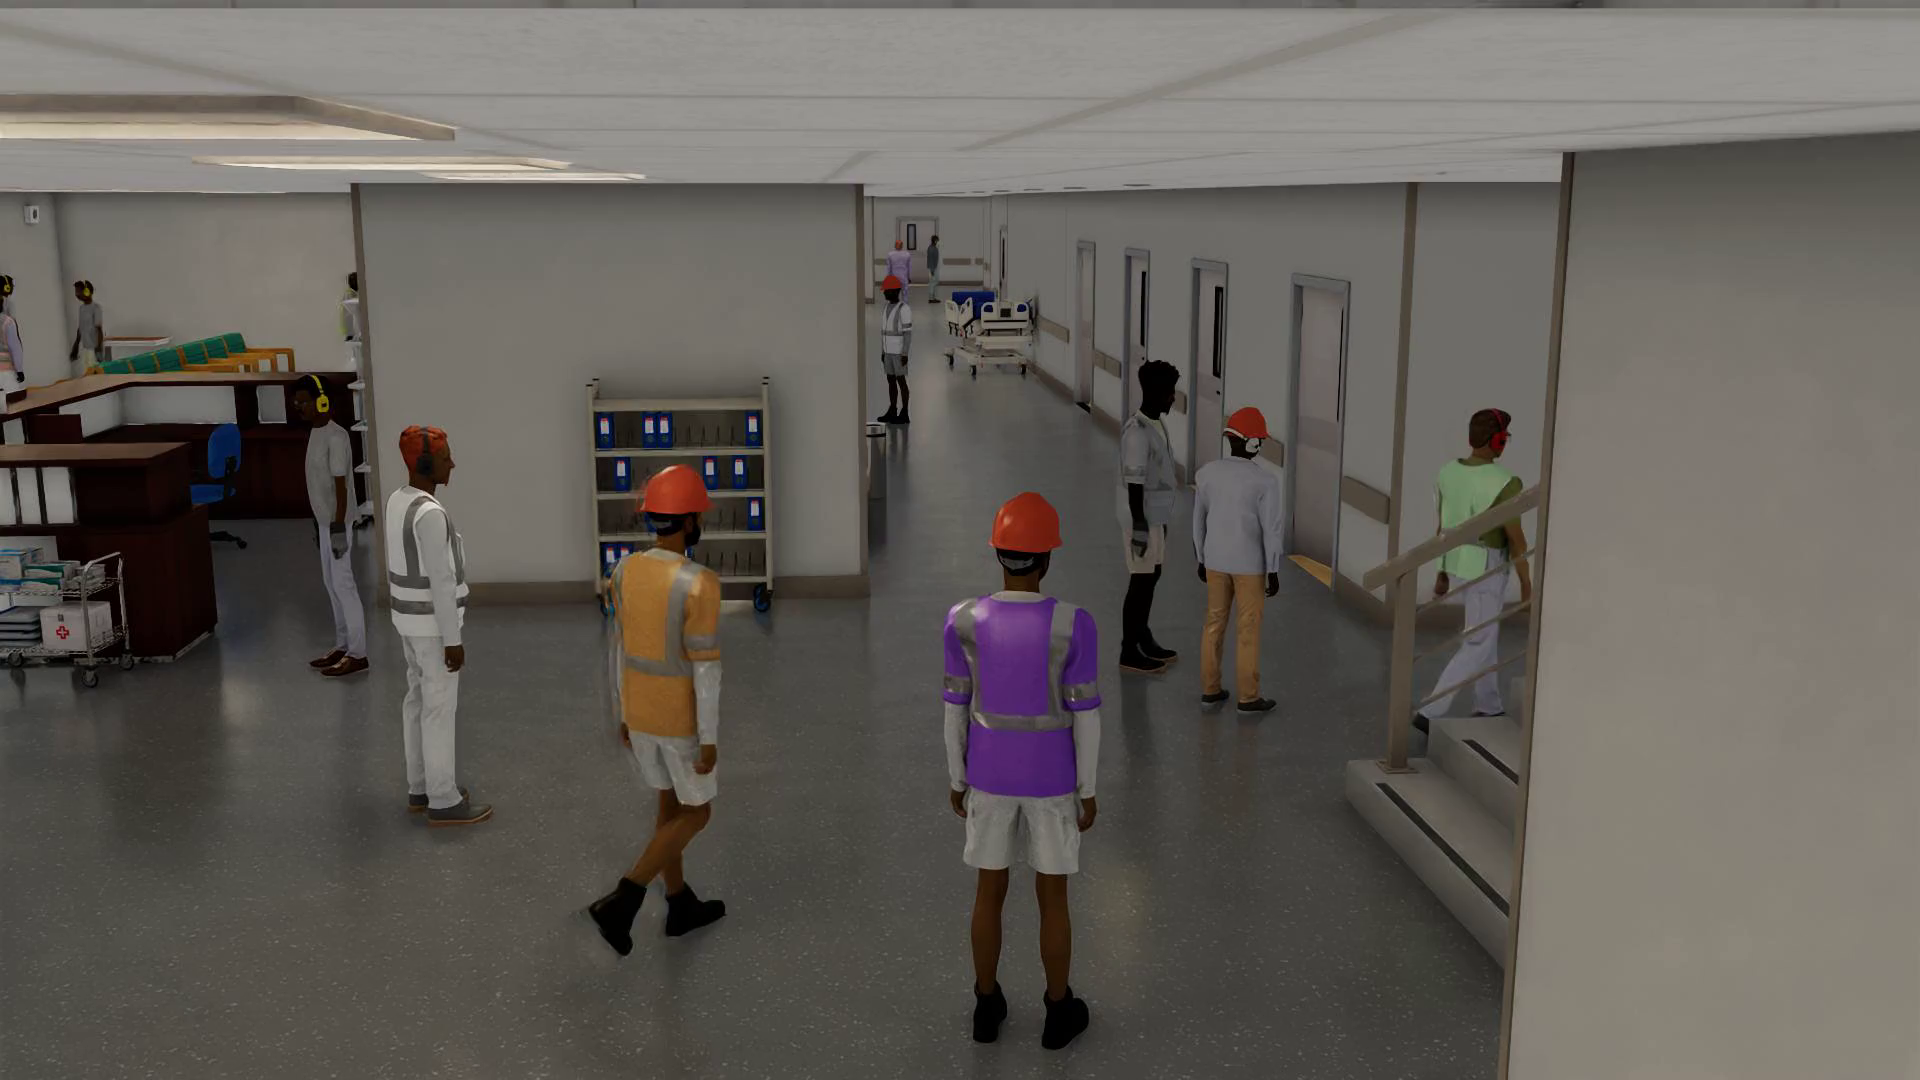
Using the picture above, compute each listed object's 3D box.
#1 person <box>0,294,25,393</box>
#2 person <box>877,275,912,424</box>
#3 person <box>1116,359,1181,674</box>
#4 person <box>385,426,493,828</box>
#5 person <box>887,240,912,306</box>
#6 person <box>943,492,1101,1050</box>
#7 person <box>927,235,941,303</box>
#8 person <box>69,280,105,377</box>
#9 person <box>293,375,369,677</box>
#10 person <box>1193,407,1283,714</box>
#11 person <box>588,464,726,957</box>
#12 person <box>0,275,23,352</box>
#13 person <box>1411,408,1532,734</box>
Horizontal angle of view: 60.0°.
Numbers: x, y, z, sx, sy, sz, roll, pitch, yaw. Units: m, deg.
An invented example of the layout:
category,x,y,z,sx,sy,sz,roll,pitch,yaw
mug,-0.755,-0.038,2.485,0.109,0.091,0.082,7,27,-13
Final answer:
category,x,y,z,sx,sy,sz,roll,pitch,yaw
person,-11.427,-2.031,19.782,0.634,1.839,0.429,1,12,5
person,-0.873,-2.482,21.746,0.373,1.934,0.551,-9,14,-37
person,1.161,-0.147,10.299,0.384,1.952,0.620,4,12,18
person,-2.467,0.402,7.781,0.345,1.882,0.584,-8,14,-36
person,-1.544,-6.668,42.276,0.638,1.909,0.408,-1,12,-6
person,0.216,0.797,5.716,0.543,1.939,0.360,3,12,14
person,-0.759,-7.683,47.196,0.372,1.929,0.636,1,12,6
person,-11.675,-2.561,22.367,0.520,1.850,0.516,9,15,38
person,-3.885,-0.092,10.259,0.326,1.862,0.508,-8,14,-35
person,1.602,0.112,9.521,0.573,1.747,0.337,11,16,43
person,-1.183,0.678,6.380,0.563,1.915,0.682,8,14,35
person,-13.454,-2.797,23.488,0.522,1.863,0.331,5,13,24
person,2.796,0.197,9.010,0.840,1.820,0.575,-4,12,-21
